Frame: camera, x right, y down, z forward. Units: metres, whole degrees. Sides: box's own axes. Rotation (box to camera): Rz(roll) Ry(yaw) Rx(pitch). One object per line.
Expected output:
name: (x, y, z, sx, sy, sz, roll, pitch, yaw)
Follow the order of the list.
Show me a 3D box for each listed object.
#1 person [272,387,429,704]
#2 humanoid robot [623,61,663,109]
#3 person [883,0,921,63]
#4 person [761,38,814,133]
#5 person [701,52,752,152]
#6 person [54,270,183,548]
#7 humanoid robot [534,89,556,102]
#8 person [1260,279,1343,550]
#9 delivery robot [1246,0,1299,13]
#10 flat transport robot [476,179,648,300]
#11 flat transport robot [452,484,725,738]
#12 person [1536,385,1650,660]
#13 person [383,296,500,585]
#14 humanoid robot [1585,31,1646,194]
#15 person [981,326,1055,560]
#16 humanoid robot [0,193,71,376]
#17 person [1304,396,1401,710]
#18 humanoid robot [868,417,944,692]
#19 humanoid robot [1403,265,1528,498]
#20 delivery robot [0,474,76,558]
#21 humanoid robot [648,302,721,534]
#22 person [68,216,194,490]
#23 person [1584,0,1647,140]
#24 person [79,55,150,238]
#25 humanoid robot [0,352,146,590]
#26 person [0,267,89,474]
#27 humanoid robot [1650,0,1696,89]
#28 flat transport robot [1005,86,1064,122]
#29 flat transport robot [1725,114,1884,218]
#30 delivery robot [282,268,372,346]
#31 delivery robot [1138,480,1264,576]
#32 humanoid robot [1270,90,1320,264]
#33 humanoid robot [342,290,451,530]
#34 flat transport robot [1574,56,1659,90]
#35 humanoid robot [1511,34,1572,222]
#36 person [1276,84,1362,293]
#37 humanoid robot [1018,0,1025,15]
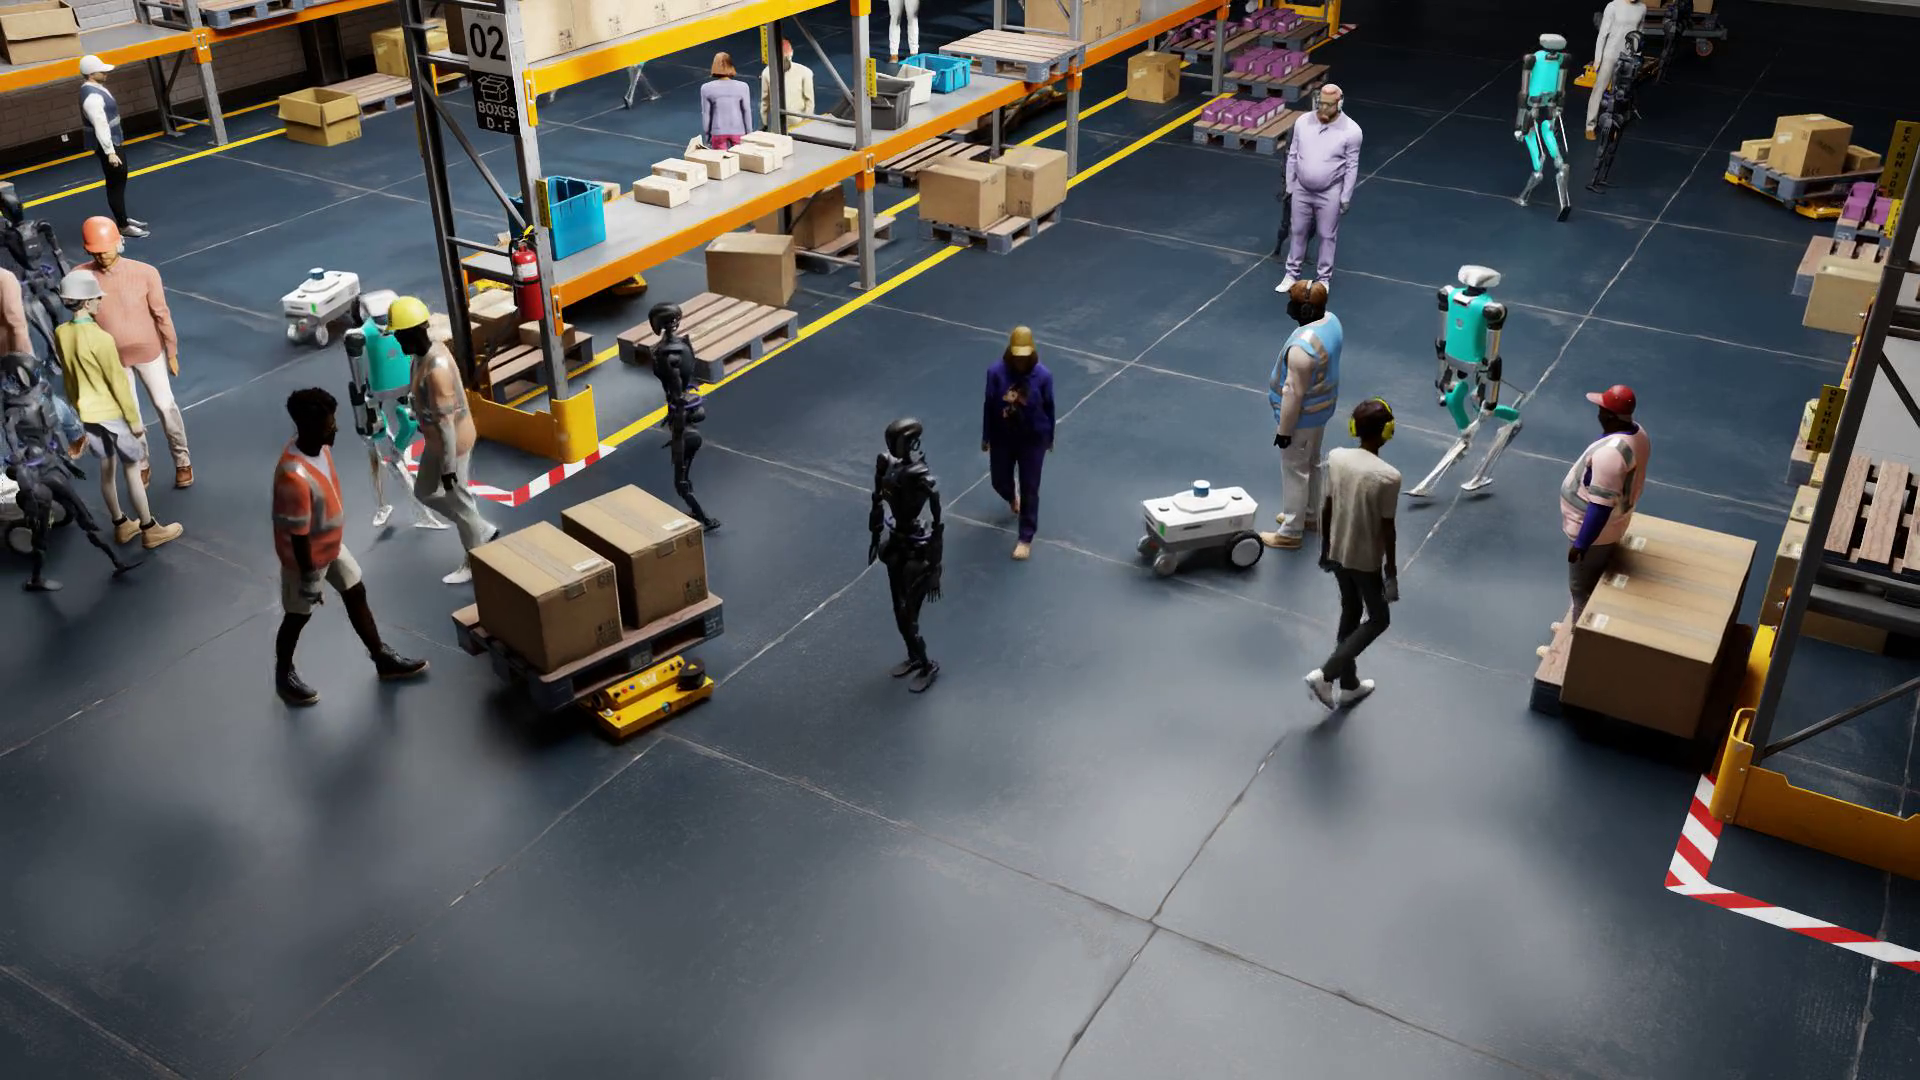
person: (-3.571, 0.038, 9.217, 0.860, 1.914, 0.621, -1, 29, -1)
humanoid robot: (-4.009, -6.210, 20.471, 0.547, 1.791, 0.915, 17, 34, 28)
person: (-0.750, -7.399, 22.335, 0.635, 1.938, 0.359, -3, 30, -6)
person: (-1.705, -4.300, 17.063, 0.704, 1.726, 0.502, 8, 30, 14)
person: (-2.341, -4.089, 16.794, 0.498, 1.628, 0.290, 0, 29, -1)
person: (-5.517, -0.822, 10.759, 0.474, 1.884, 0.410, 11, 31, 19)
humanoid robot: (-5.192, -6.139, 20.344, 0.531, 1.771, 0.960, 12, 32, 21)
person: (2.210, -0.820, 10.807, 0.431, 1.837, 0.625, 16, 33, 26)
delivery robot: (4.772, -8.289, 25.333, 0.816, 0.613, 0.499, 14, 32, 23)
flat transport robot: (-3.617, -2.344, 15.089, 1.431, 0.231, 0.659, -11, 31, -19)
flat transport robot: (-2.143, 0.669, 9.759, 0.659, 0.231, 1.431, -26, 38, -38)
person: (3.646, -0.082, 9.577, 0.420, 1.751, 0.622, 19, 34, 30)
person: (-3.233, -0.602, 10.349, 0.438, 1.904, 0.665, -16, 33, -25)
humanoid robot: (6.928, -4.505, 17.466, 0.599, 1.657, 0.315, -23, 37, -34)
person: (0.383, -0.697, 10.808, 0.478, 1.597, 0.616, 4, 30, 8)
humanoid robot: (-7.221, -1.945, 13.006, 0.756, 1.645, 0.600, 16, 33, 26)
person: (2.156, 0.127, 9.121, 0.539, 1.835, 0.598, -19, 35, -30)
humanoid robot: (-0.306, 0.067, 9.385, 0.350, 1.650, 0.612, -24, 38, -36)
humanoid robot: (3.524, -1.050, 11.296, 0.962, 1.745, 0.545, -17, 34, -28)
delivery robot: (-6.348, -0.205, 11.023, 0.807, 0.603, 0.499, -2, 30, -3)
humanoid robot: (-1.828, -0.792, 10.920, 0.347, 1.651, 0.589, -8, 30, -14)
person: (-5.713, -1.279, 11.466, 0.610, 1.986, 0.403, -6, 30, -11)
person: (7.574, -5.561, 19.136, 0.567, 1.889, 0.373, -4, 30, -8)
person: (-8.284, -3.835, 16.210, 0.437, 1.757, 0.775, -13, 32, -22)
humanoid robot: (-5.614, -0.411, 10.273, 0.745, 1.621, 0.608, 0, 29, -1)
person: (-6.657, -1.302, 11.553, 0.605, 1.939, 1.043, 4, 30, 7)
humanoid robot: (9.198, -6.650, 21.261, 0.315, 1.657, 0.599, 25, 38, 37)
flat transport robot: (0.659, -5.393, 20.481, 0.659, 0.231, 1.431, 17, 34, 27)
flat transport robot: (8.790, -3.695, 17.477, 0.659, 0.231, 1.431, -8, 30, -13)
delivery robot: (-5.444, -2.030, 14.259, 0.499, 0.612, 0.813, 8, 30, 13)
delivery robot: (1.562, -0.116, 10.826, 0.745, 0.565, 0.499, -9, 31, -15)
humanoid robot: (3.217, -3.377, 15.496, 0.590, 1.647, 0.360, -12, 32, -20)
humanoid robot: (-3.803, -0.863, 10.961, 0.535, 1.762, 0.811, -23, 37, -35)
flat transport robot: (8.641, -6.145, 21.811, 0.659, 0.231, 1.431, 21, 36, 32)
humanoid robot: (5.989, -4.106, 16.728, 0.555, 1.772, 0.961, -8, 31, -14)
person: (3.164, -3.081, 14.729, 0.635, 1.909, 0.408, 16, 33, 26)
humanoid robot: (1.186, -7.853, 23.329, 0.959, 1.746, 0.548, -13, 32, -21)
